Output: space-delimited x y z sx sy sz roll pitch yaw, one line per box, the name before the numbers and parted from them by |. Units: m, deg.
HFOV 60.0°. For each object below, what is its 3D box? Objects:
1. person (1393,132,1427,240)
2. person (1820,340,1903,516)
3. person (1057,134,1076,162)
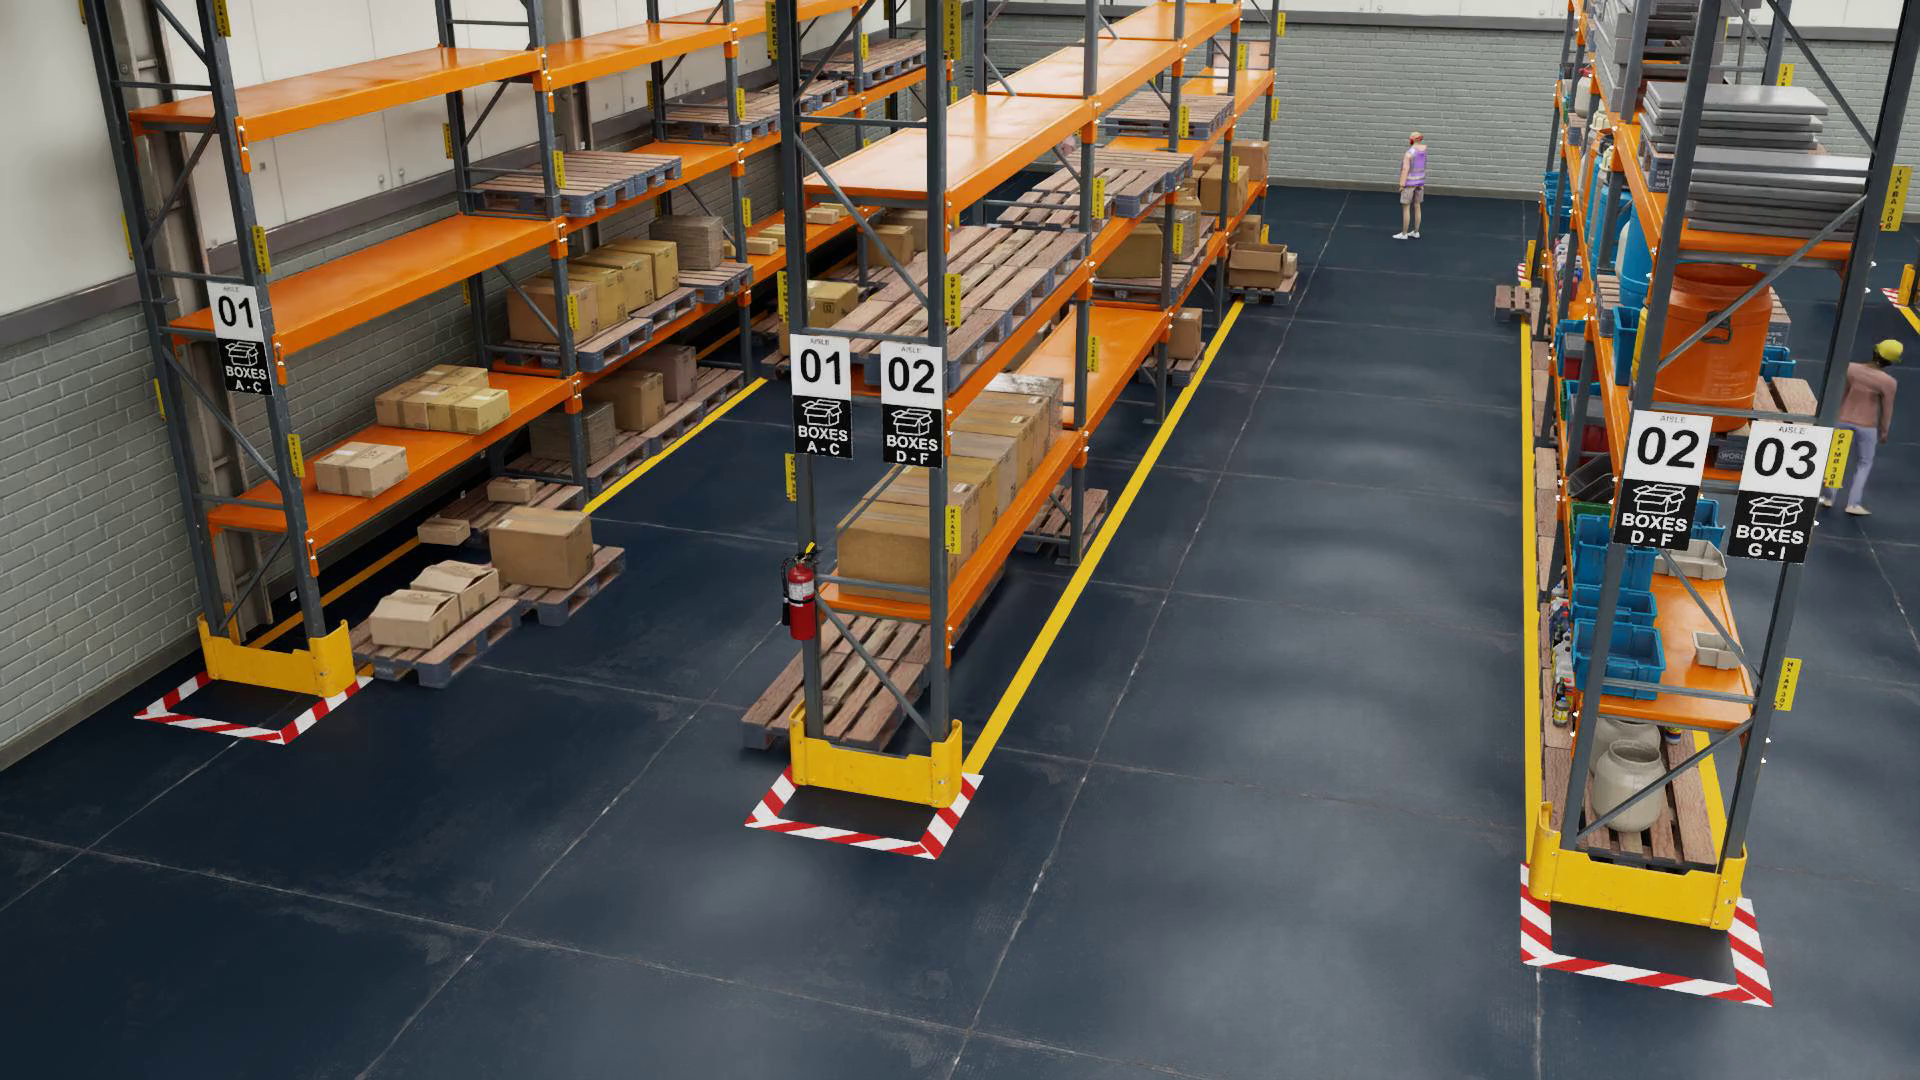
person | 7.182 -5.623 26.423 0.489 1.688 0.352 -14 27 -29
person | 8.554 -1.079 15.839 0.386 1.729 0.596 -21 31 -40
person | 1.724 -5.903 26.927 0.331 1.798 0.532 3 24 7
